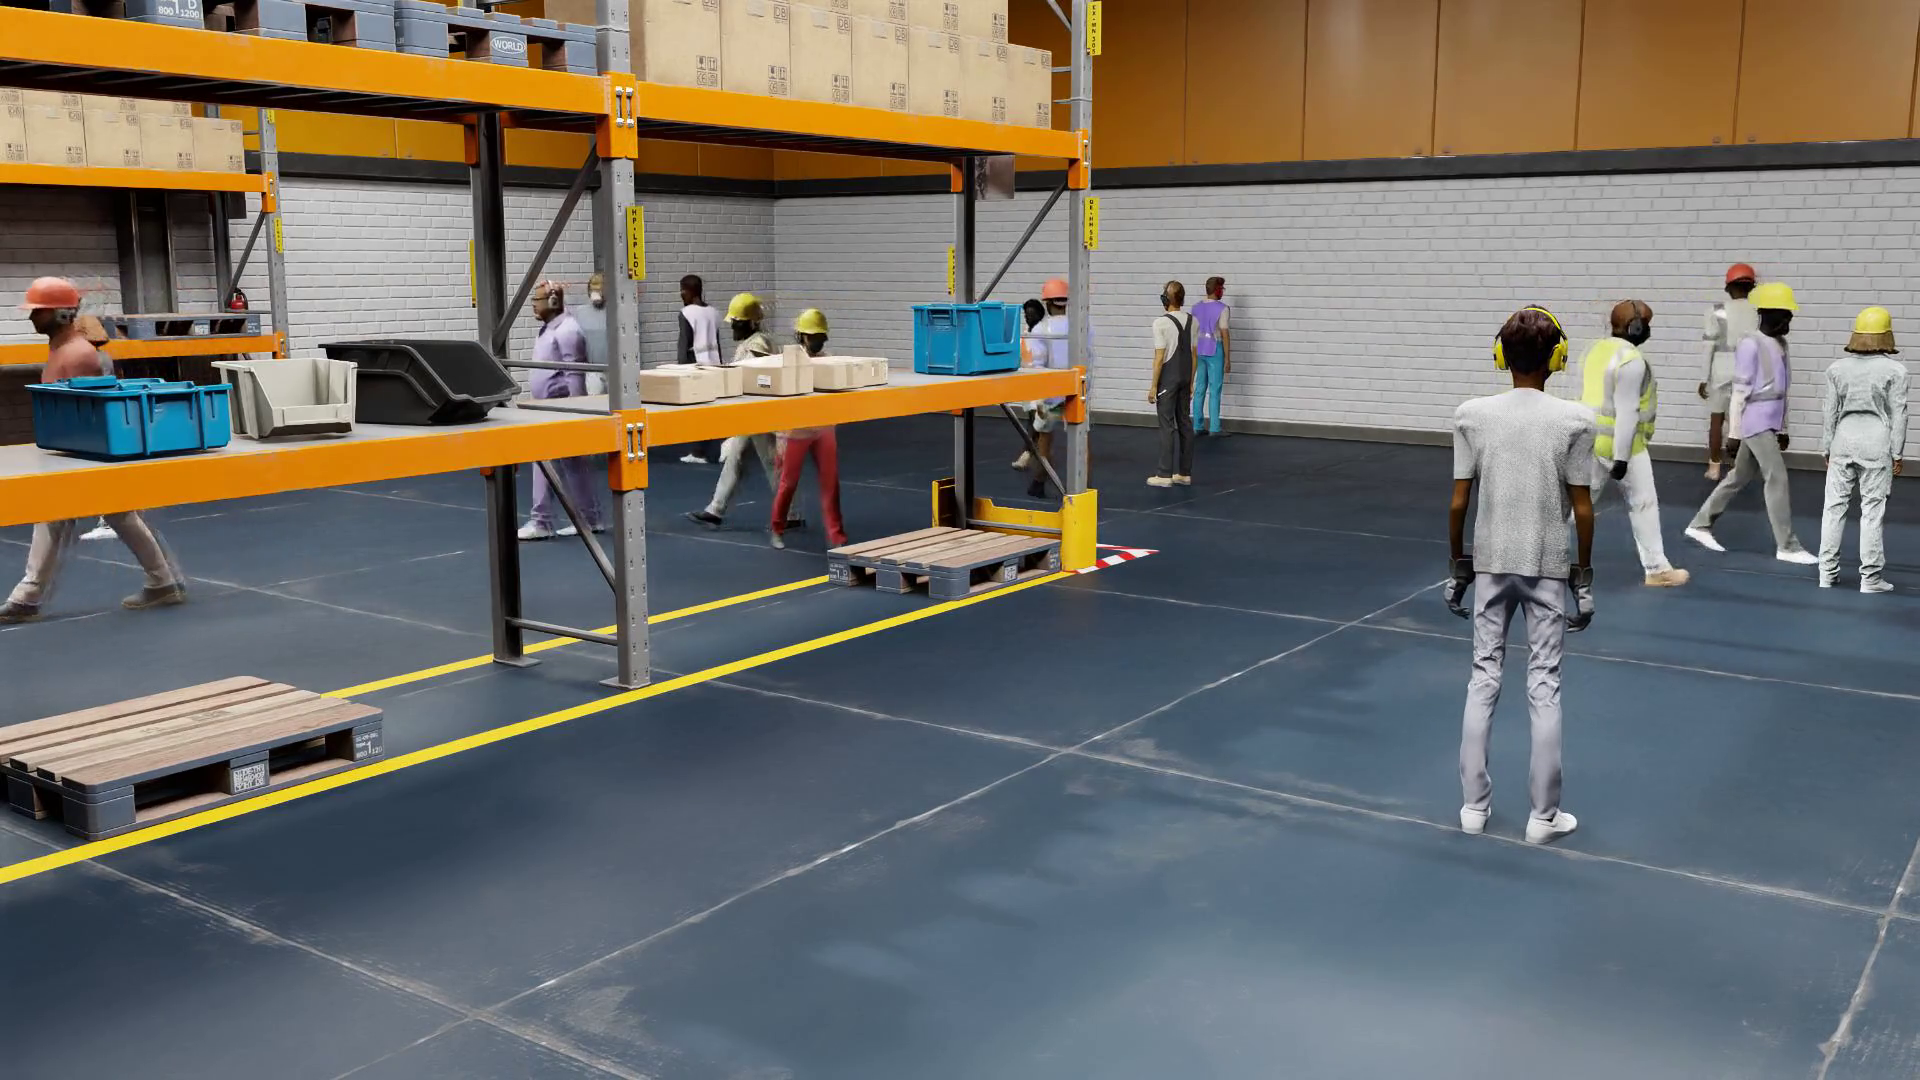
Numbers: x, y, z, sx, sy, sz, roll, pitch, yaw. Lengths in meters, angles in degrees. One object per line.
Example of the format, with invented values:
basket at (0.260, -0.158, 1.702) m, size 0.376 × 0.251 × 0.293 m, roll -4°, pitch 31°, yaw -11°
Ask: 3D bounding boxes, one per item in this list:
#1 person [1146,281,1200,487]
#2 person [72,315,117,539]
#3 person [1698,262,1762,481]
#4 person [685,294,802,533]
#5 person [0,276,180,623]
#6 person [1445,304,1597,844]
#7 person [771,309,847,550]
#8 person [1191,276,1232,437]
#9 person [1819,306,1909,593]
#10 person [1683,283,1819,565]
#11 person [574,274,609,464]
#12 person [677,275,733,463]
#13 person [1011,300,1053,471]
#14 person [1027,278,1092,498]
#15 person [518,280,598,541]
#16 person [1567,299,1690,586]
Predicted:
person at (1.907, -1.396, 14.936) m, size 0.507 × 1.846 × 0.346 m, roll -6°, pitch 11°, yaw -34°
person at (-6.317, -0.823, 12.153) m, size 0.284 × 1.633 × 0.497 m, roll -1°, pitch 10°, yaw -8°
person at (7.032, -1.494, 15.037) m, size 0.612 × 2.023 × 0.808 m, roll 1°, pitch 10°, yaw 9°
person at (-1.596, -0.912, 12.239) m, size 0.904 × 1.775 × 0.592 m, roll -3°, pitch 10°, yaw -15°
person at (-4.986, -0.509, 9.401) m, size 1.047 × 1.939 × 0.628 m, roll -9°, pitch 13°, yaw -43°
person at (1.959, 0.121, 5.815) m, size 0.514 × 1.876 × 0.329 m, roll 6°, pitch 11°, yaw 31°
person at (-1.065, -0.738, 11.439) m, size 0.531 × 1.708 × 0.894 m, roll -6°, pitch 11°, yaw -32°
person at (2.871, -2.102, 19.135) m, size 0.373 × 1.843 × 0.571 m, roll -7°, pitch 12°, yaw -37°
person at (5.539, -0.551, 10.198) m, size 0.289 × 1.746 × 0.487 m, roll -8°, pitch 12°, yaw -40°
person at (5.439, -0.809, 11.341) m, size 0.598 × 1.886 × 0.964 m, roll -9°, pitch 13°, yaw -44°
person at (-3.417, -1.572, 15.857) m, size 0.651 × 1.881 × 1.034 m, roll 2°, pitch 10°, yaw 14°
person at (-2.537, -1.677, 16.477) m, size 0.644 × 1.894 × 0.626 m, roll 4°, pitch 10°, yaw 22°
person at (0.722, -1.517, 16.241) m, size 0.543 × 1.648 × 0.893 m, roll 6°, pitch 11°, yaw 33°
person at (0.853, -1.232, 13.867) m, size 0.559 × 1.891 × 1.007 m, roll -3°, pitch 10°, yaw -15°
person at (-3.020, -0.929, 12.045) m, size 0.833 × 1.873 × 0.679 m, roll -5°, pitch 11°, yaw -27°
person at (4.034, -0.592, 10.335) m, size 0.981 × 1.797 × 0.626 m, roll -1°, pitch 10°, yaw -7°
